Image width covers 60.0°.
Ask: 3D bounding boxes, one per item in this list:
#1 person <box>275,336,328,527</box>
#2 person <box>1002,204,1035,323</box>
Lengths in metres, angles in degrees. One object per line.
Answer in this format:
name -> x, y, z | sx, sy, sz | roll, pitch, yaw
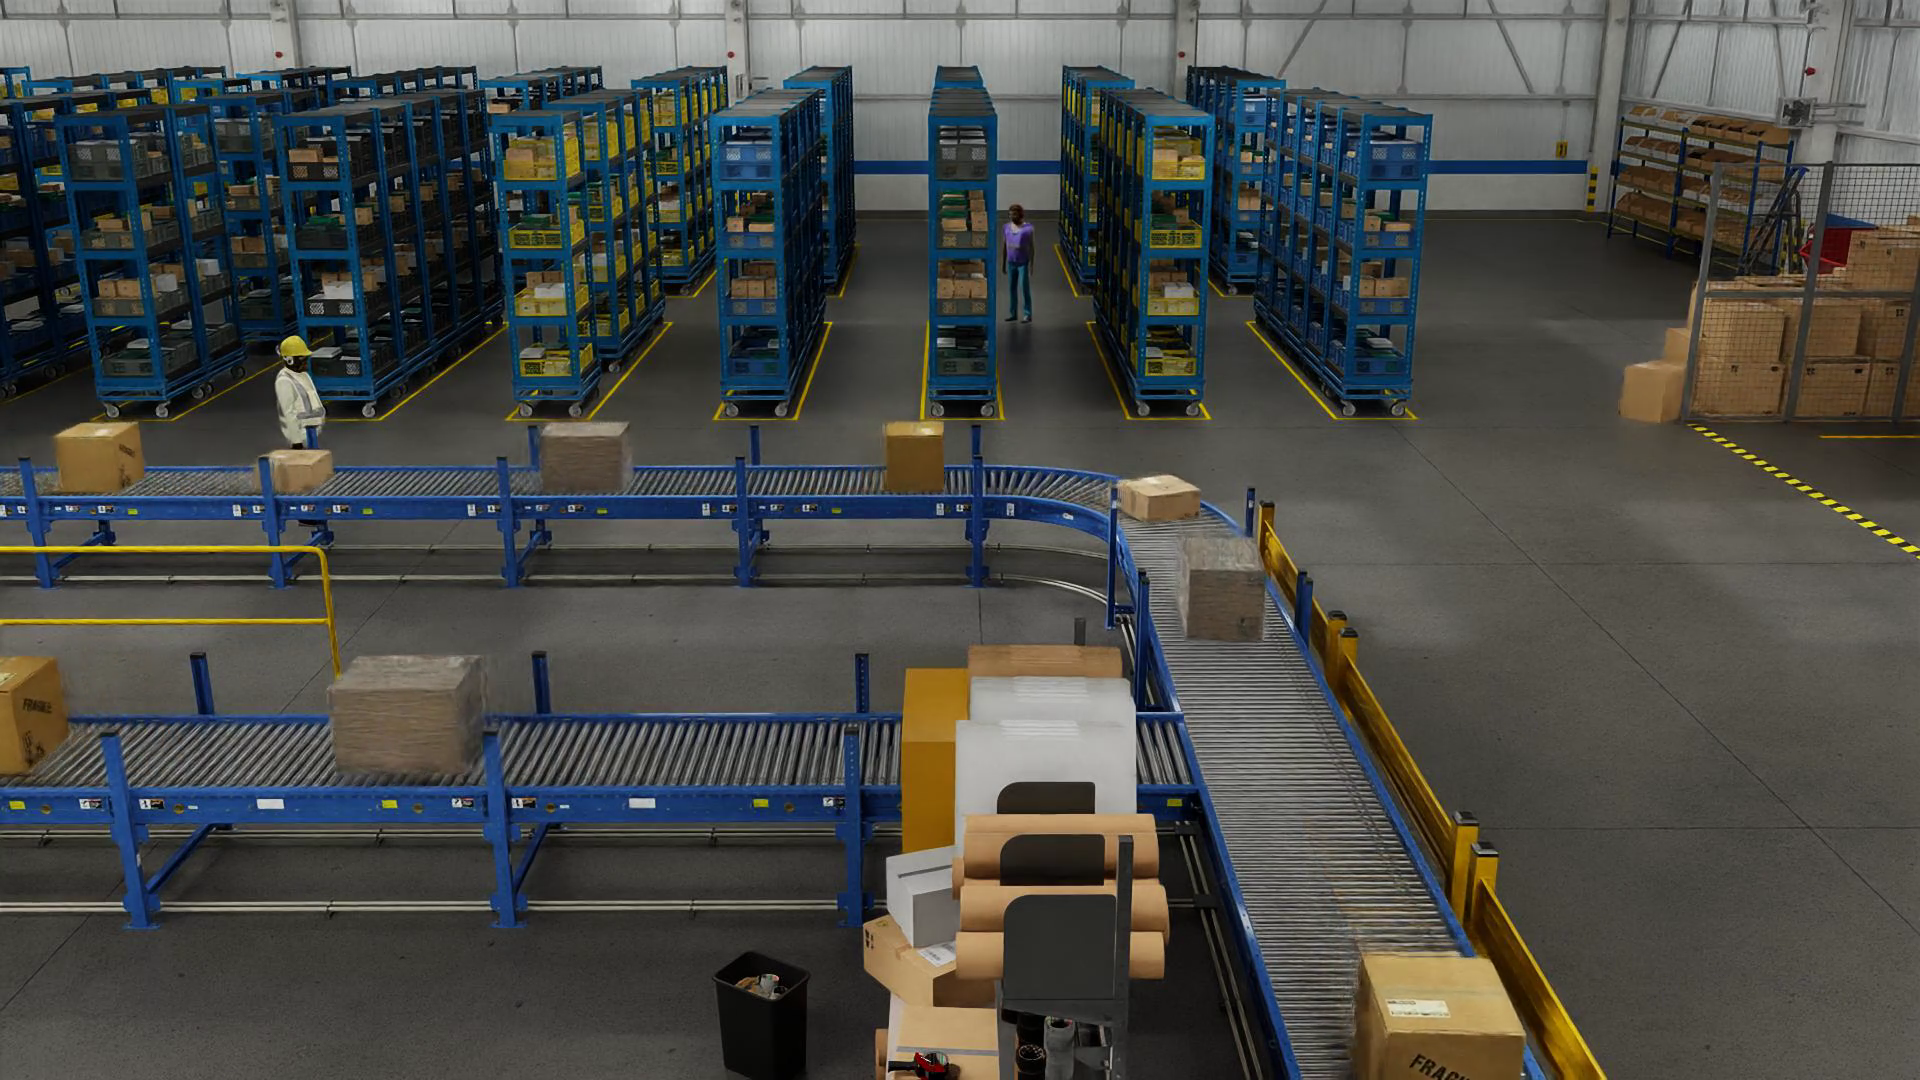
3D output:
person -> -6.266, -1.042, 15.883 | 0.404, 1.831, 0.601 | -2, 18, -7
person -> 0.916, -4.324, 26.001 | 0.574, 1.830, 0.401 | 12, 21, 32
